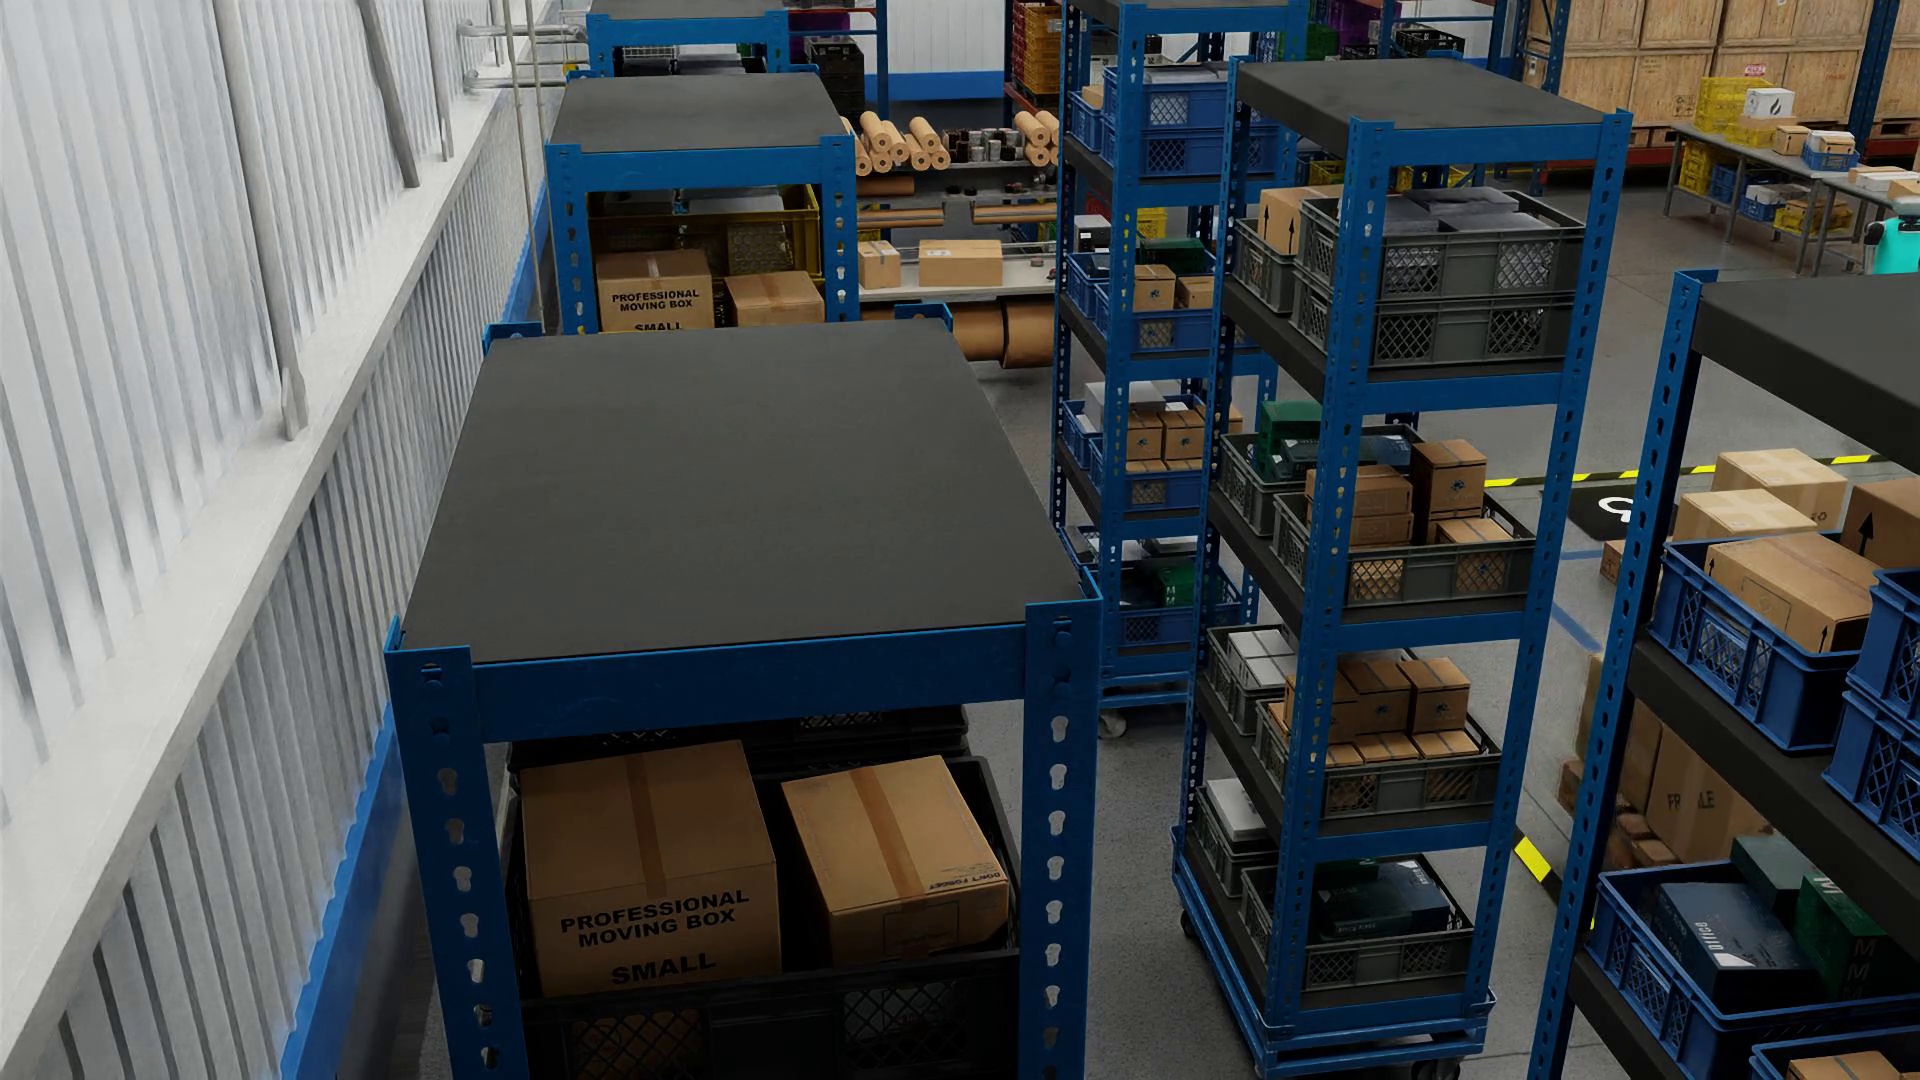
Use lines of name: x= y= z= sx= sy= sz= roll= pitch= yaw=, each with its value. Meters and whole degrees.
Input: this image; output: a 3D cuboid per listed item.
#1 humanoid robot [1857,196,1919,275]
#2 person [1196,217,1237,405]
humanoid robot: x=6.652 y=-1.541 z=11.737 sx=0.533 sy=1.672 sz=0.735 roll=0 pitch=25 yaw=0
person: x=1.690 y=-1.257 z=11.137 sx=0.392 sy=1.853 sz=0.587 roll=-3 pitch=25 yaw=-7
